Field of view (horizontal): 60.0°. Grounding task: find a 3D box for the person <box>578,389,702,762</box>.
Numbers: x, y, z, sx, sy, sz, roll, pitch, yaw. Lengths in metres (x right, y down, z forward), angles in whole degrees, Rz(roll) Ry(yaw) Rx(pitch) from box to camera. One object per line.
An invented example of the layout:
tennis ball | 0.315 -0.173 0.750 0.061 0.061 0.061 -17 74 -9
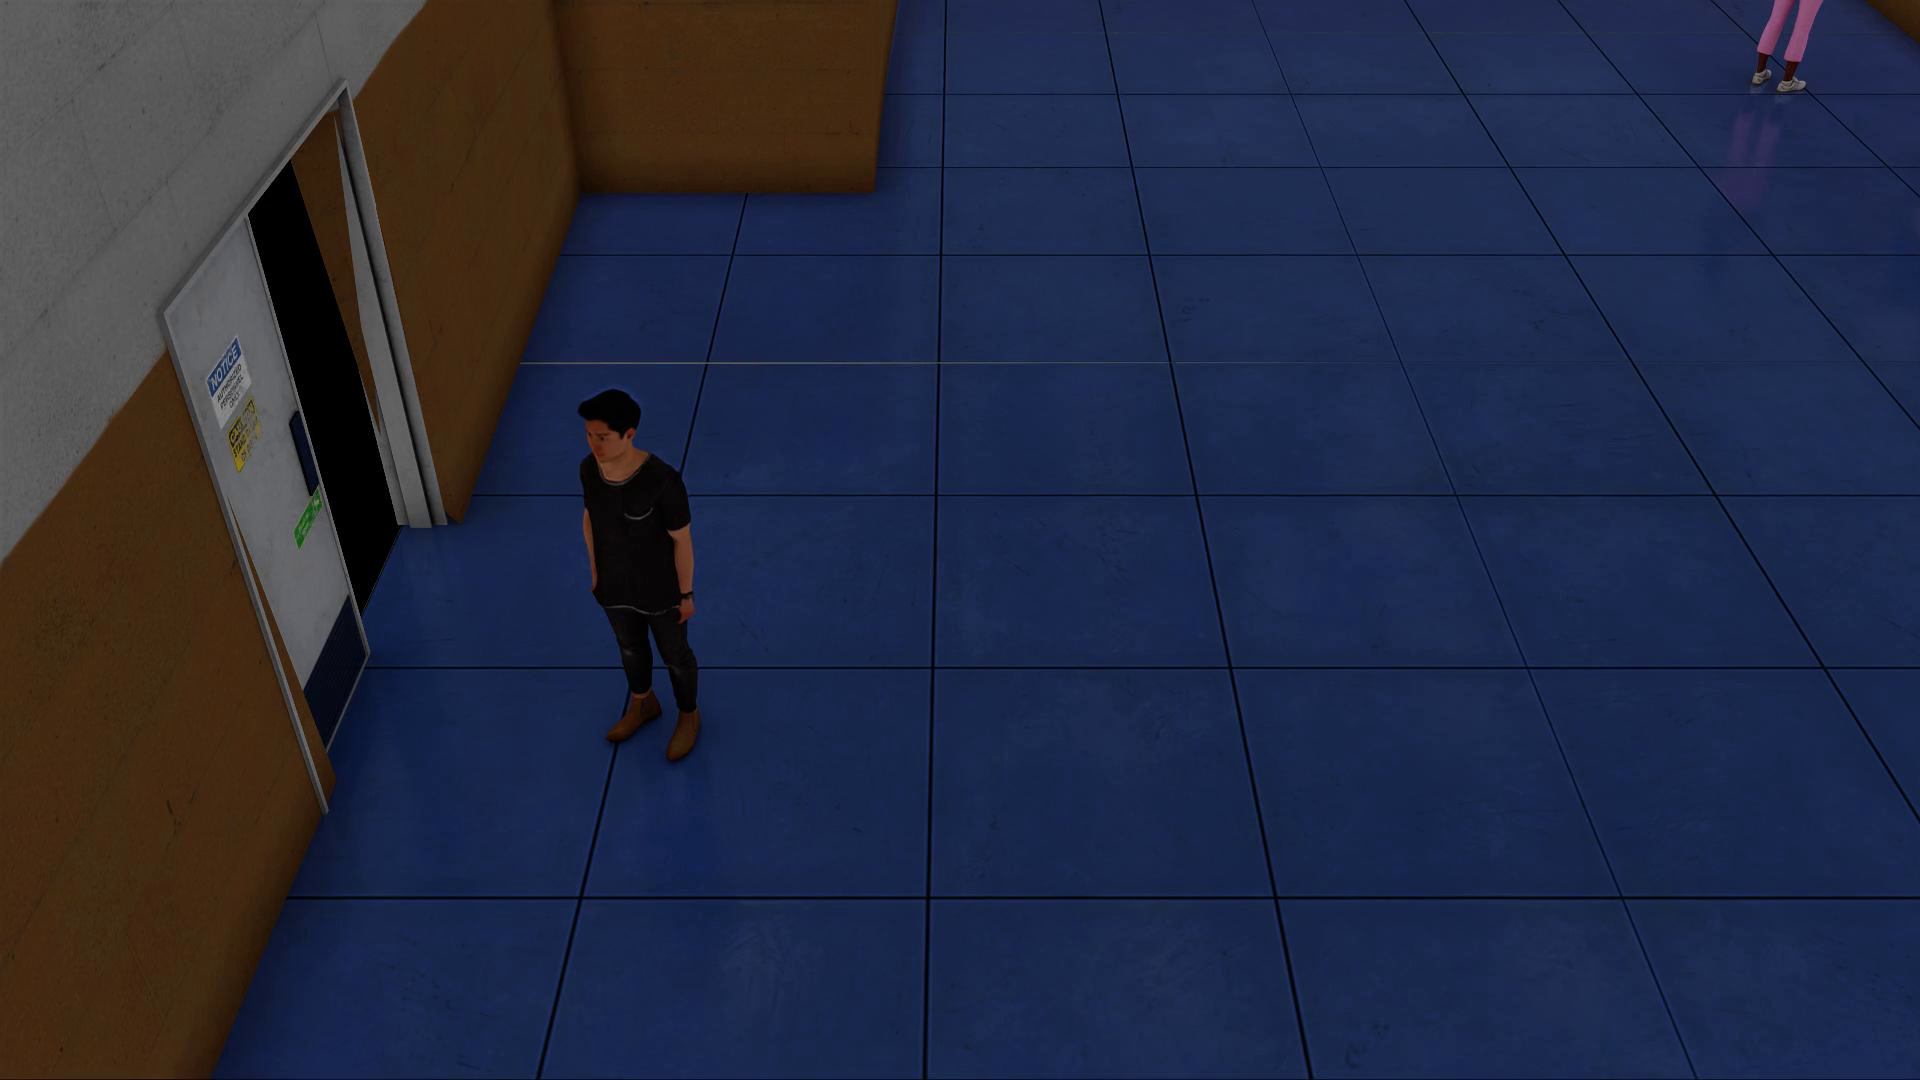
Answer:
person | -1.261 0.133 6.605 0.620 1.714 0.759 15 40 19

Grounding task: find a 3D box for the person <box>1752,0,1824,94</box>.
person | 6.313 -4.234 12.401 0.700 1.741 0.661 -26 44 -31
